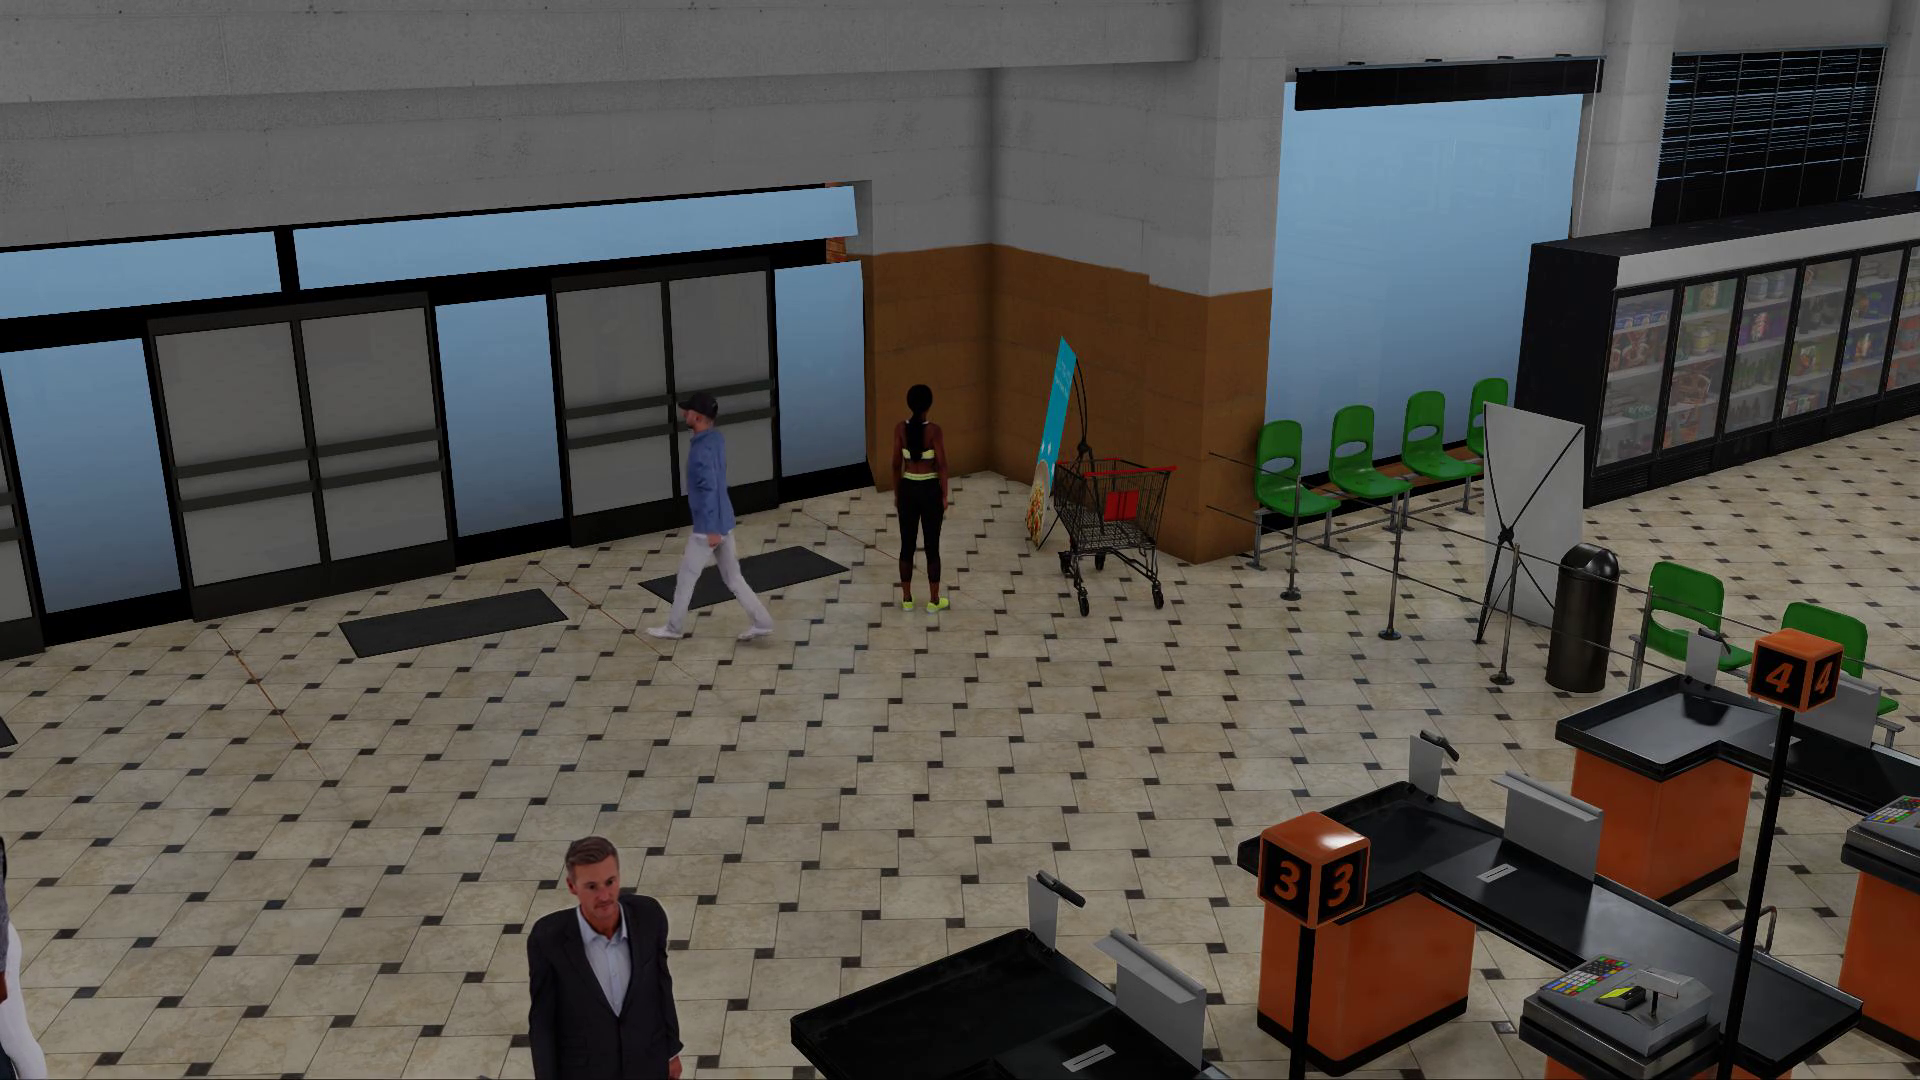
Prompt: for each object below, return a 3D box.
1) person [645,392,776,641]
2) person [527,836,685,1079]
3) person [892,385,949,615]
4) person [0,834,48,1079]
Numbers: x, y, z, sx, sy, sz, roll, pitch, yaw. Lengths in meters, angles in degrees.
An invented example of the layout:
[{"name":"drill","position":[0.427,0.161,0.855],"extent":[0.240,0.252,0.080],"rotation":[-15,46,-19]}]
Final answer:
[{"name":"person","position":[-1.677,-0.104,11.764],"extent":[1.232,1.844,1.163],"rotation":[4,19,11]},{"name":"person","position":[-1.243,1.872,5.907],"extent":[0.705,1.842,0.585],"rotation":[-12,22,-31]},{"name":"person","position":[-0.305,-0.309,12.512],"extent":[0.634,1.754,0.700],"rotation":[4,19,11]},{"name":"person","position":[-3.932,1.677,6.667],"extent":[0.603,1.725,0.725],"rotation":[10,21,28]}]
